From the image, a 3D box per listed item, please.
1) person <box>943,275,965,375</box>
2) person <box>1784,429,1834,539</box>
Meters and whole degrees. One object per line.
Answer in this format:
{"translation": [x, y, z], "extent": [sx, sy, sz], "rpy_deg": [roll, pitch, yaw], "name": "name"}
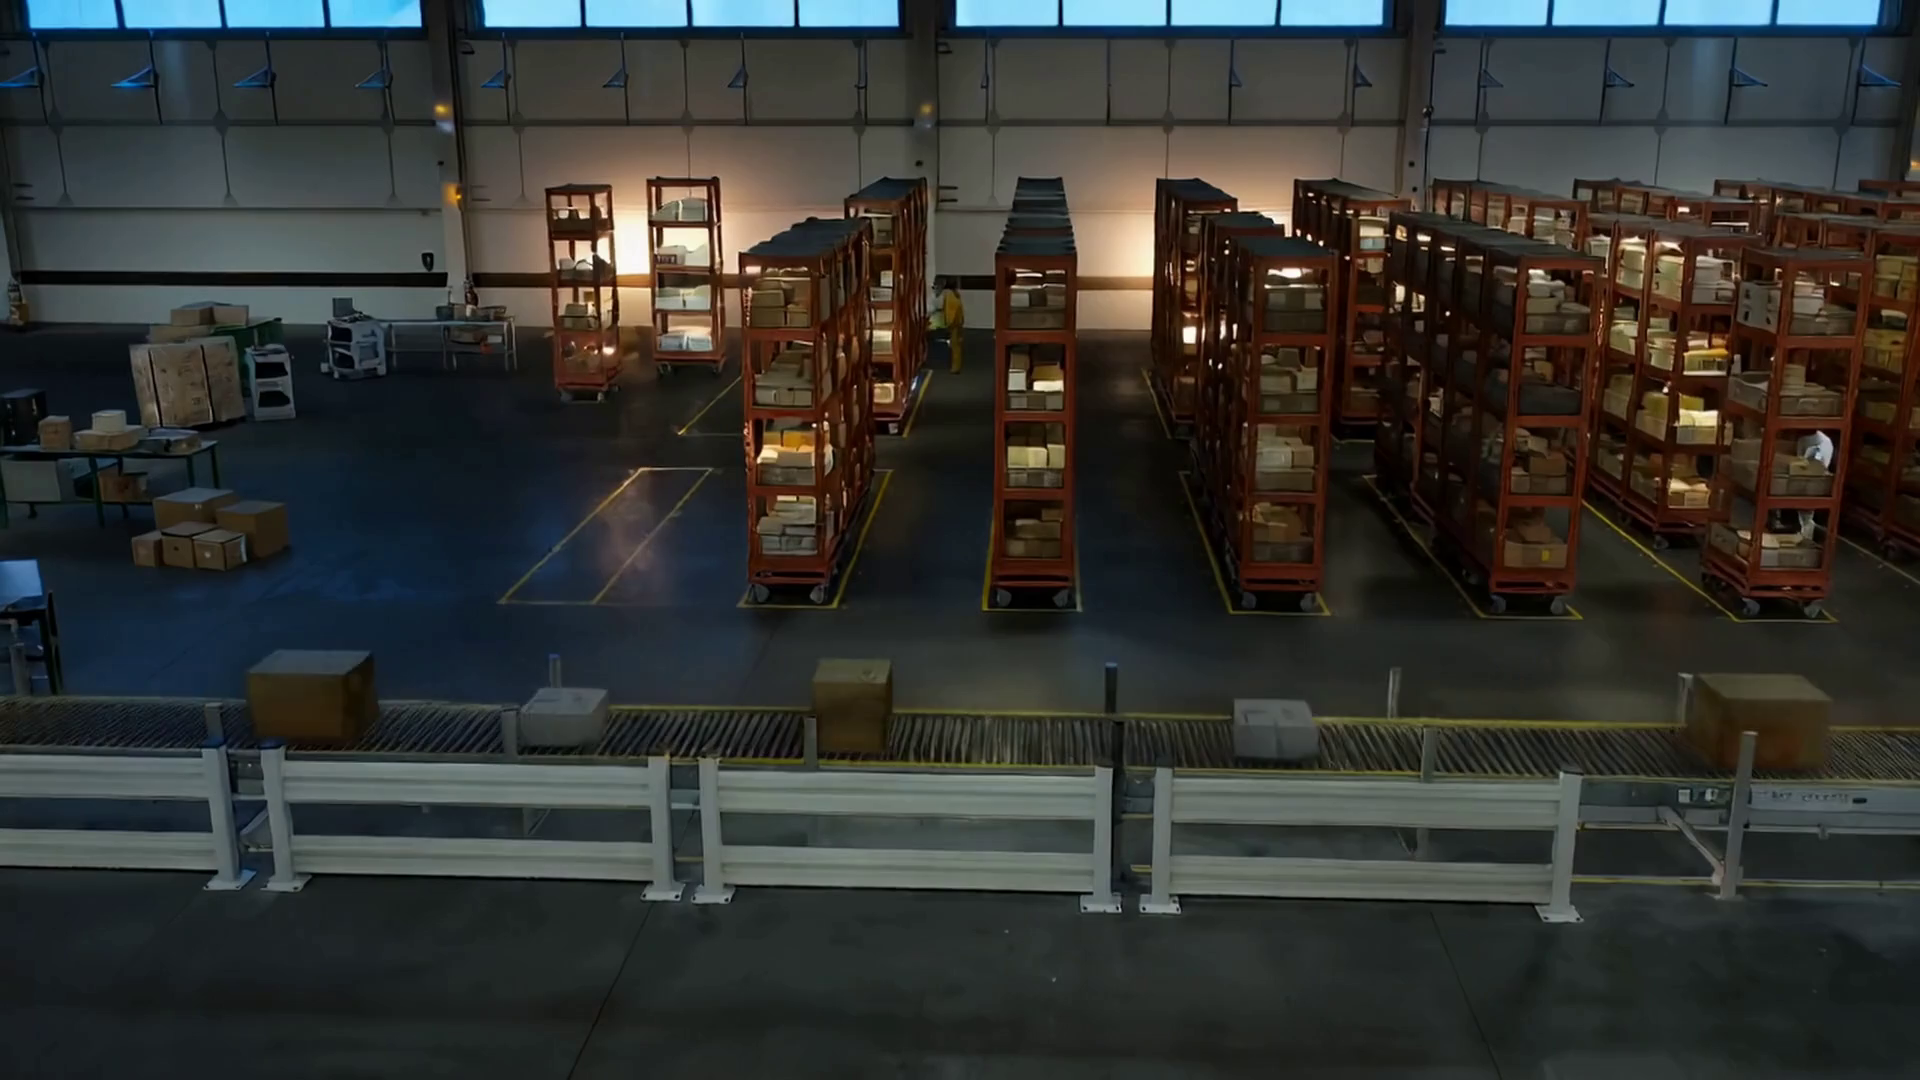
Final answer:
{"translation": [-0.100, -3.996, 30.871], "extent": [0.389, 1.847, 0.567], "rpy_deg": [-2, 15, -8], "name": "person"}
{"translation": [9.215, -0.583, 18.250], "extent": [0.403, 1.822, 0.588], "rpy_deg": [-4, 16, -16], "name": "person"}
